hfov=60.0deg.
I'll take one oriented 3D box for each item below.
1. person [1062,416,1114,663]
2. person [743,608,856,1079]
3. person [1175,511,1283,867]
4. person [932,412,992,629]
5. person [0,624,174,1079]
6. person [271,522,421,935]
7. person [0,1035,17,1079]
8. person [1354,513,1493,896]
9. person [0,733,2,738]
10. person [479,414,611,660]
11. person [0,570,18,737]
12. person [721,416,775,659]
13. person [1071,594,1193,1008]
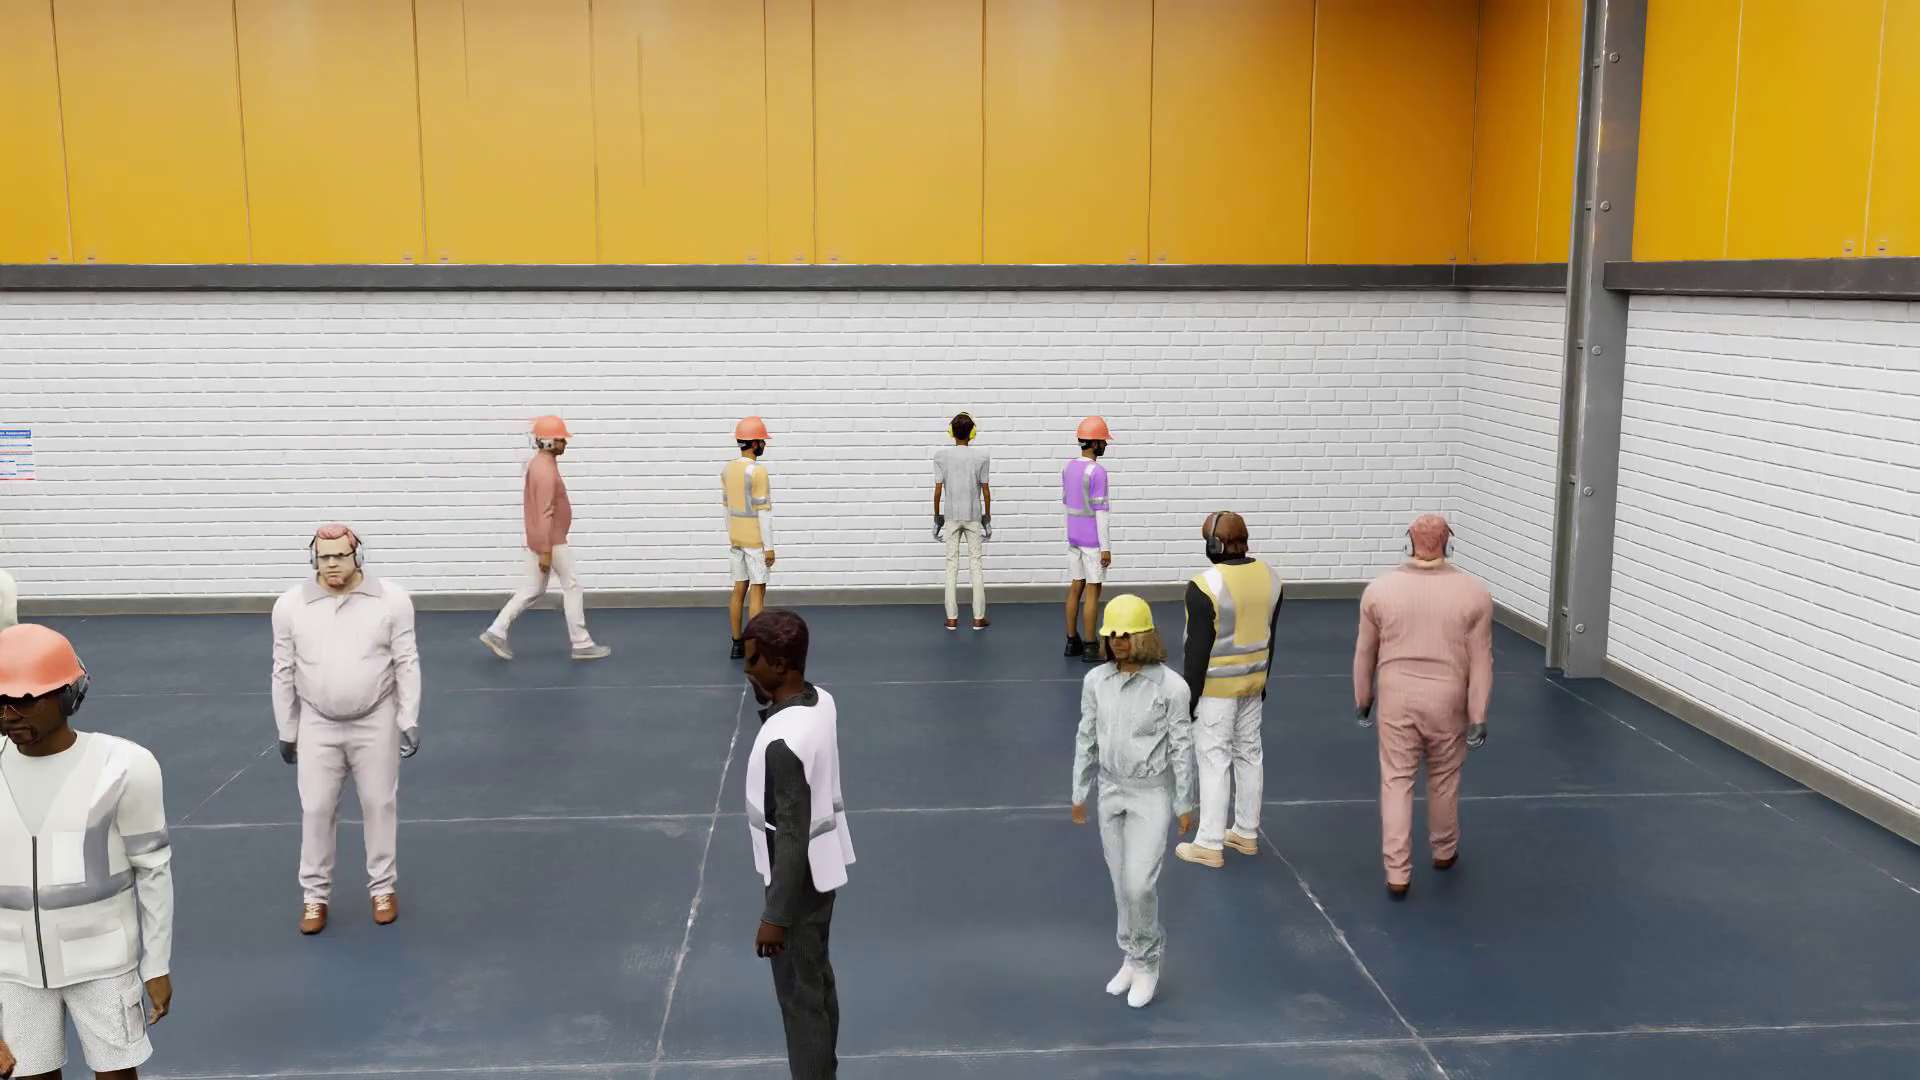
[{"bbox_3d":[1.027,-0.007,13.082,0.356,1.937,0.552,-5,10,-28],"label":"person"},{"bbox_3d":[-0.563,1.175,5.732,0.390,1.916,0.587,1,9,4],"label":"person"},{"bbox_3d":[1.359,0.760,8.583,0.624,1.840,0.429,-7,11,-38],"label":"person"},{"bbox_3d":[0.017,-0.161,14.260,0.521,1.873,0.335,1,9,6],"label":"person"},{"bbox_3d":[-2.649,1.244,4.899,0.614,2.040,0.390,-1,9,-6],"label":"person"},{"bbox_3d":[-2.857,0.859,7.764,0.656,1.904,0.436,-3,9,-16],"label":"person"},{"bbox_3d":[-2.019,1.687,3.421,0.278,1.626,0.501,8,12,41],"label":"person"},{"bbox_3d":[2.301,0.792,8.277,0.669,1.869,0.824,4,10,21],"label":"person"},{"bbox_3d":[-3.594,1.205,5.662,0.631,1.873,1.055,-8,12,-42],"label":"person"},{"bbox_3d":[-3.295,-0.008,13.026,0.943,1.965,0.603,-4,10,-25],"label":"person"},{"bbox_3d":[-4.807,0.781,7.957,0.622,1.992,0.395,-6,11,-35],"label":"person"},{"bbox_3d":[-1.627,-0.002,13.044,0.362,1.939,0.542,-8,12,-42],"label":"person"},{"bbox_3d":[0.692,1.078,6.908,0.515,1.725,0.505,7,11,36],"label":"person"}]
